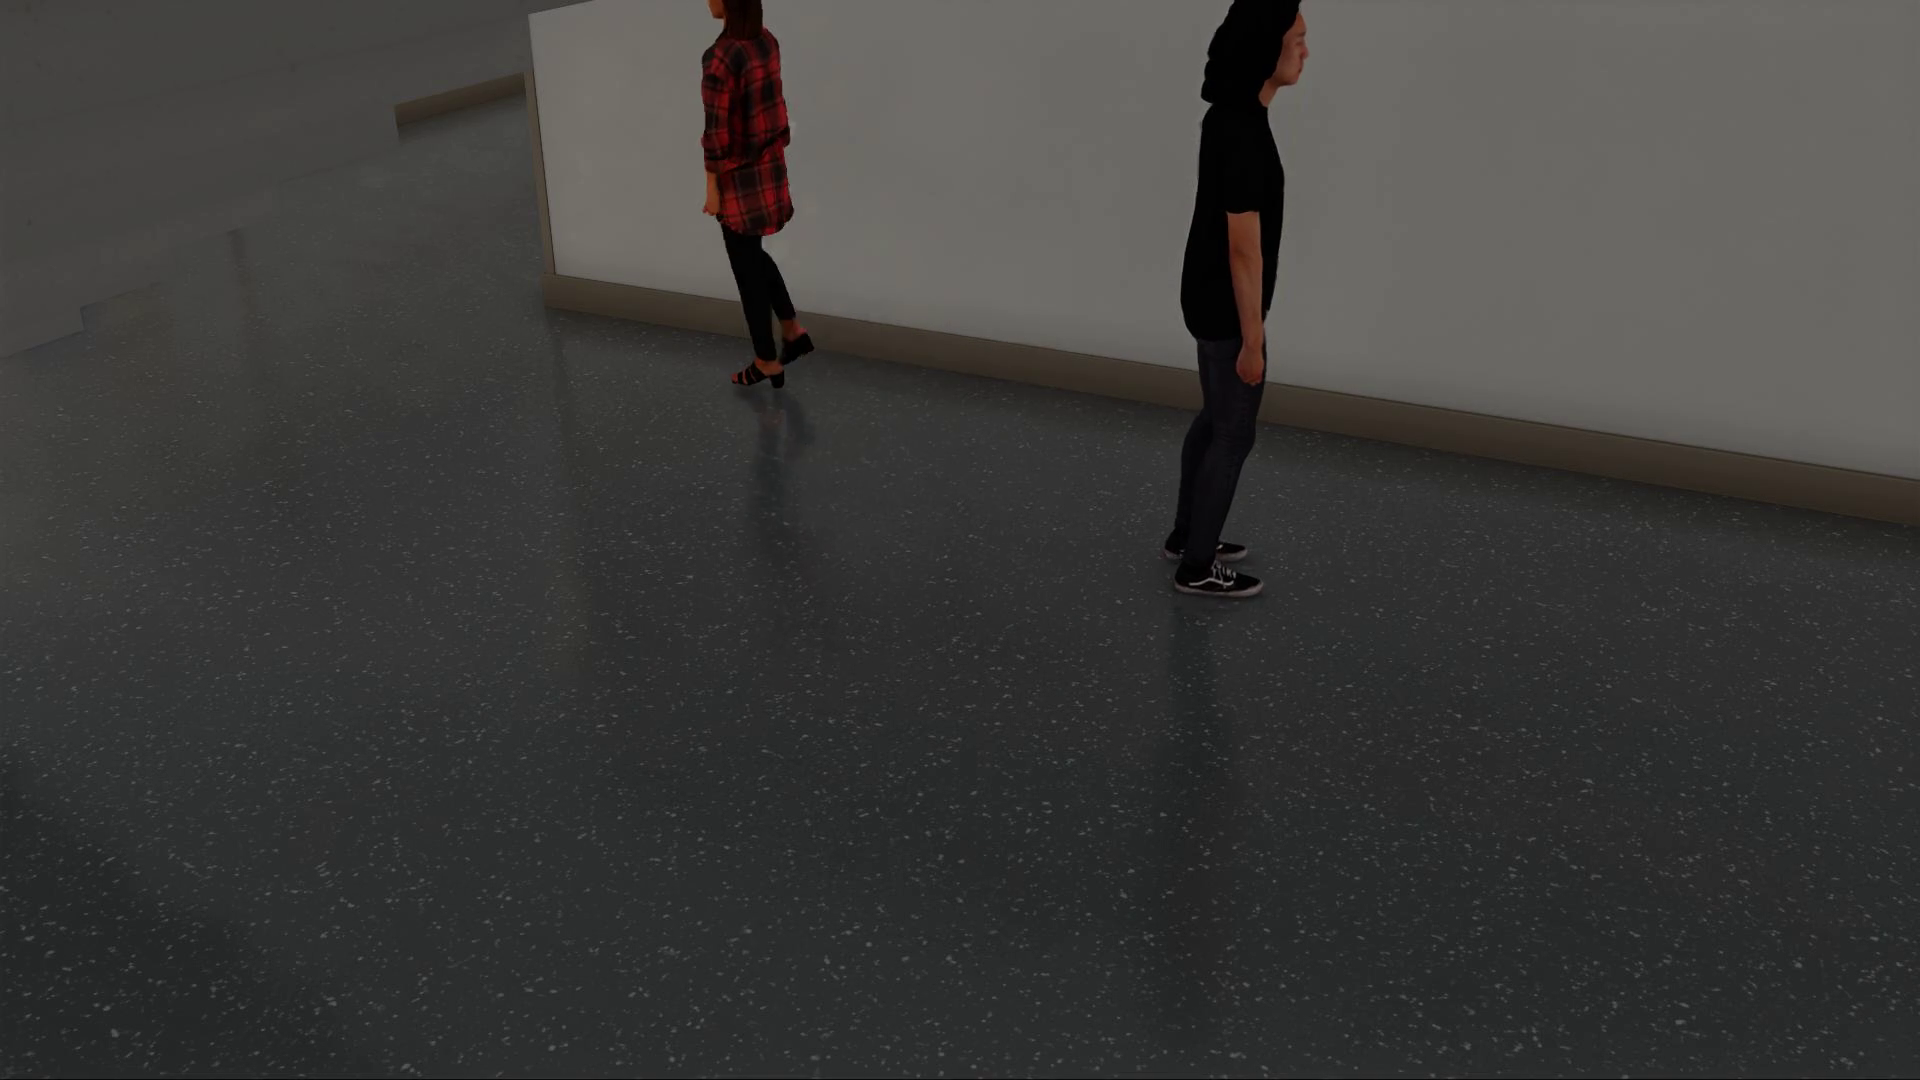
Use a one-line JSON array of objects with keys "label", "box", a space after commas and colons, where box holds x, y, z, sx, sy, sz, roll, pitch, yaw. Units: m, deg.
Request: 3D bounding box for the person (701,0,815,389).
[{"label": "person", "box": [-0.751, -1.386, 6.510, 0.630, 1.691, 0.613, 11, 28, 22]}]

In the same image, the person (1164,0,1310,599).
[{"label": "person", "box": [0.784, -0.702, 4.925, 0.683, 1.823, 0.708, -1, 26, -3]}]
